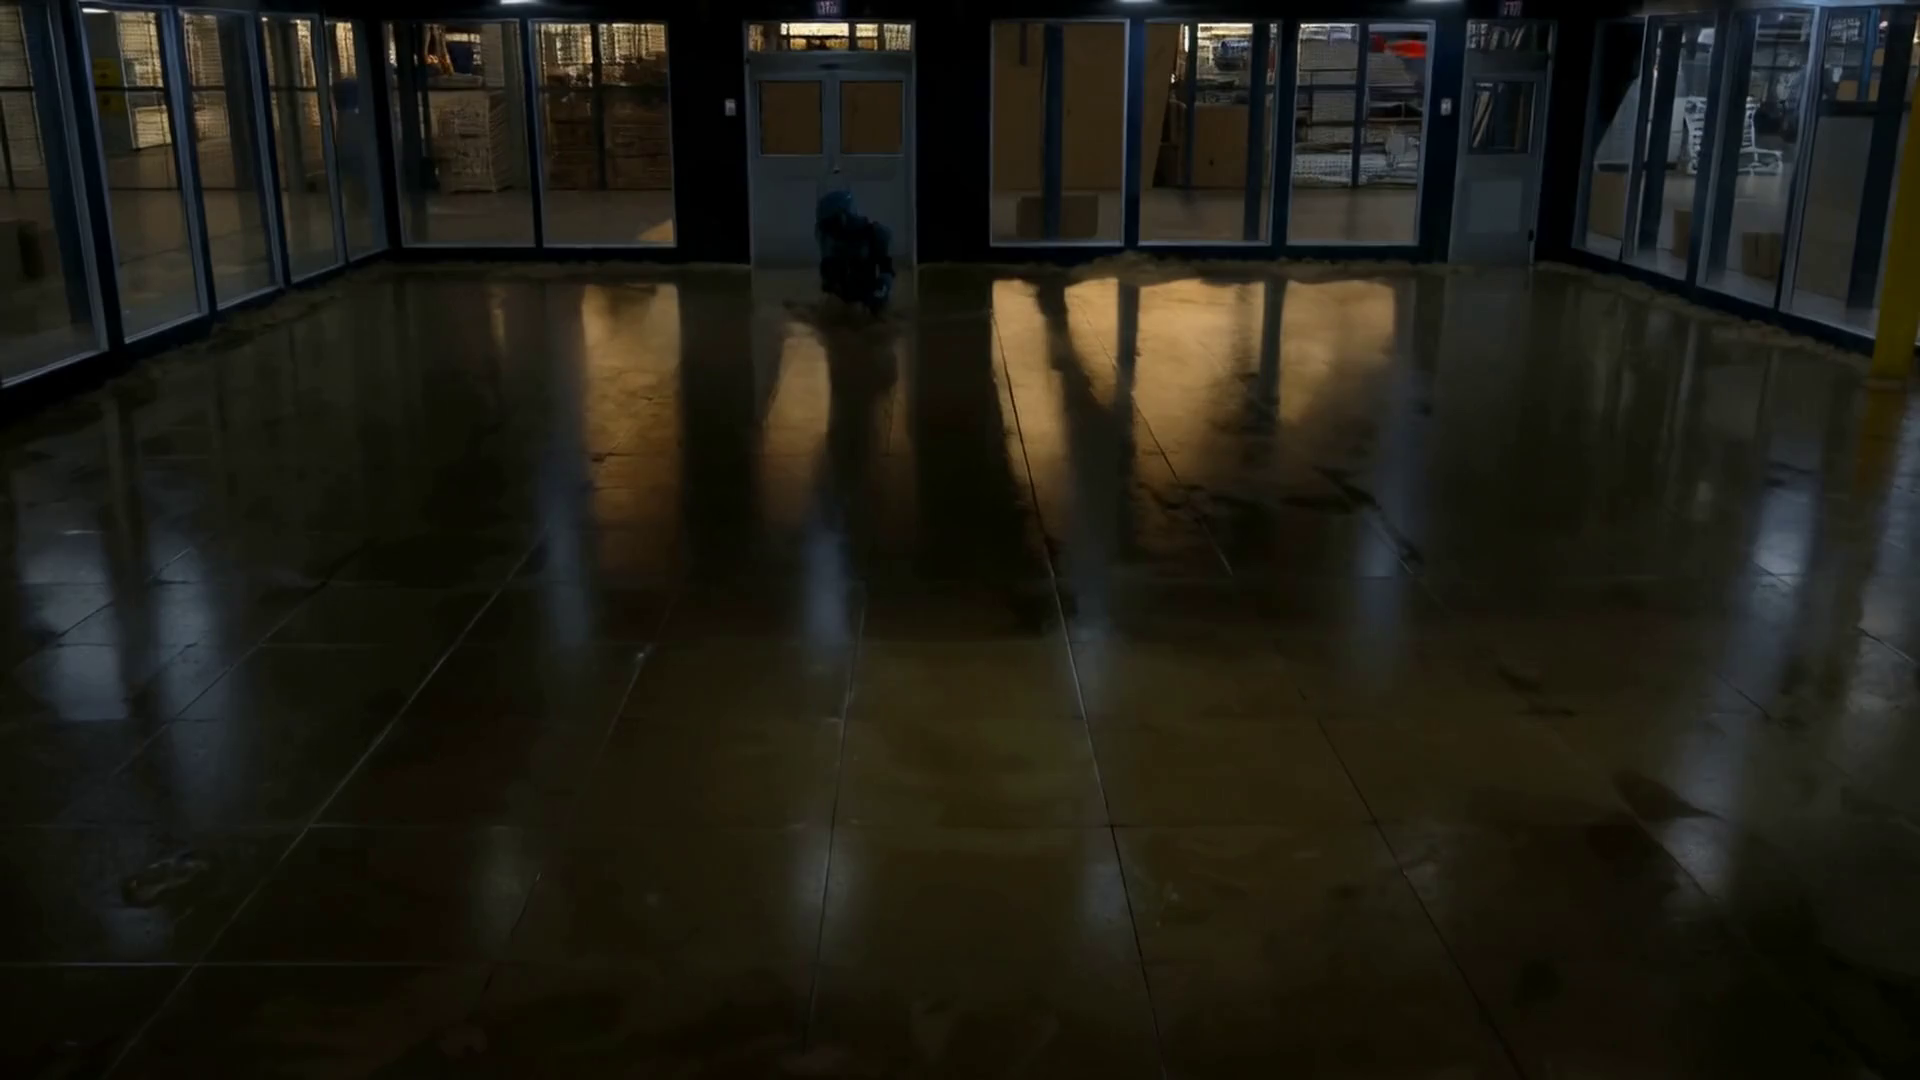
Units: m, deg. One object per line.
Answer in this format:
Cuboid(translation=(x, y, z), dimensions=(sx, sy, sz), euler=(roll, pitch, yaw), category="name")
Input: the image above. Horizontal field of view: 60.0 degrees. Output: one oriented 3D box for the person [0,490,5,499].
Cuboid(translation=(-5.021, -0.853, 7.575), dimensions=(0.869, 1.586, 0.500), euler=(-16, 22, -42), category="person")
